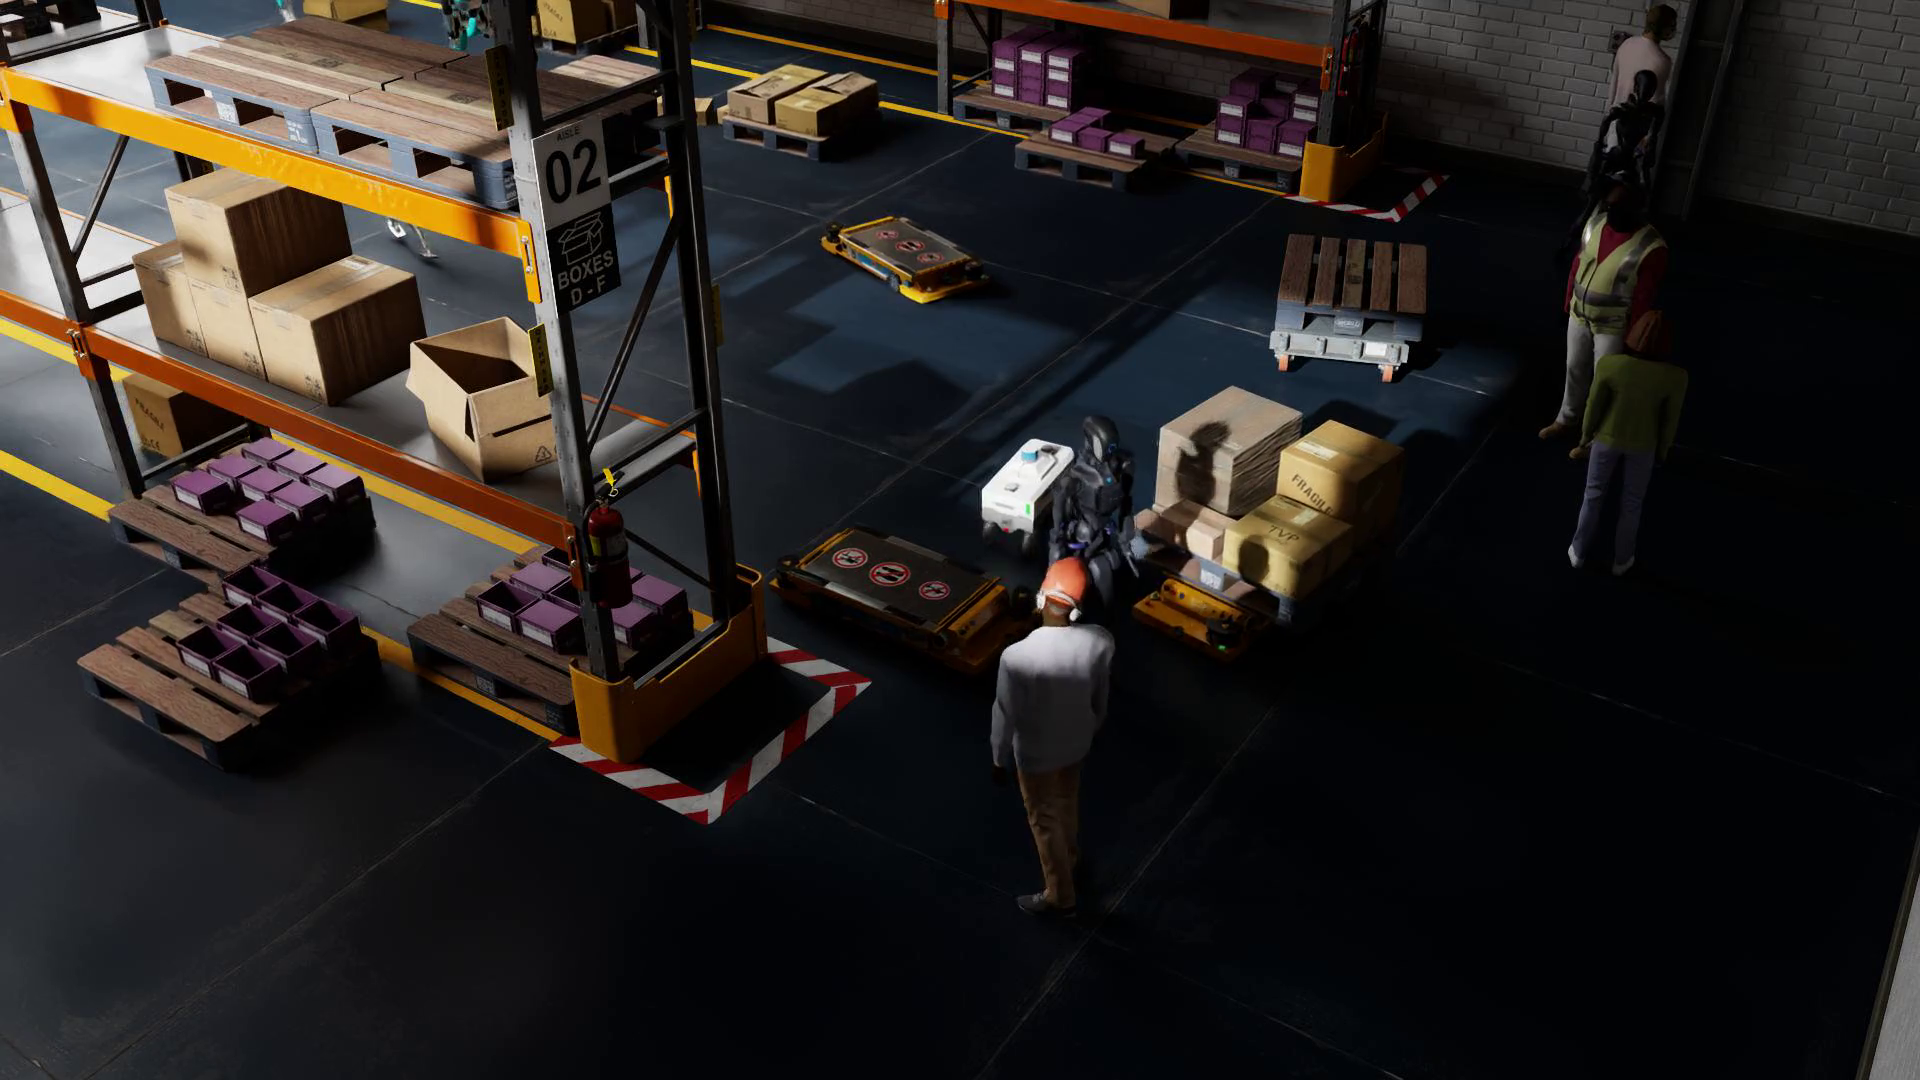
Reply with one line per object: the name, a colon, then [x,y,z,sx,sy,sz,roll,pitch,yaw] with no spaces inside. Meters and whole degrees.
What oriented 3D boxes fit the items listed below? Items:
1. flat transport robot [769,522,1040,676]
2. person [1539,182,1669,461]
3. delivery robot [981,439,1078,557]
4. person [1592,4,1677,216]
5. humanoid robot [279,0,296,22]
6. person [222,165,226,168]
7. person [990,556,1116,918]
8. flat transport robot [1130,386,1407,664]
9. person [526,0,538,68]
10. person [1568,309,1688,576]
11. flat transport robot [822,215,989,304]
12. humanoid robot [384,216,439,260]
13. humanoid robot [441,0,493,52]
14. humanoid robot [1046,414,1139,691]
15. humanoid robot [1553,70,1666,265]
flat transport robot: [-0.323,0.304,9.405,1.431,0.231,0.659,20,38,28]
person: [4.089,-1.403,10.601,0.430,1.833,0.628,-17,37,-24]
delivery robot: [0.430,-0.307,10.099,0.499,0.612,0.789,15,36,22]
person: [5.476,-3.381,13.543,0.371,1.936,0.628,-6,34,-9]
humanoid robot: [-7.425,-6.273,18.167,1.004,1.735,0.554,28,42,36]
person: [-5.179,-2.579,12.391,0.506,1.847,0.340,-3,33,-5]
person: [0.416,0.883,7.198,0.601,1.706,0.476,-20,38,-27]
flat transport robot: [1.686,0.202,9.562,0.659,0.231,1.431,27,42,35]
person: [-3.932,-4.283,14.912,0.415,1.955,0.488,4,33,6]
person: [3.777,-0.546,9.457,0.500,1.633,0.284,14,36,21]
flat transport robot: [-0.456,-2.290,13.392,0.659,0.231,1.431,-22,39,-30]
humanoid robot: [-4.567,-3.135,13.394,0.553,1.762,1.045,-24,40,-32]
humanoid robot: [-4.913,-5.091,16.345,0.982,1.739,0.547,24,40,32]
humanoid robot: [0.644,0.092,8.452,0.591,1.651,0.346,-25,41,-33]
humanoid robot: [5.127,-2.900,13.045,0.594,1.646,0.461,-7,34,-11]
